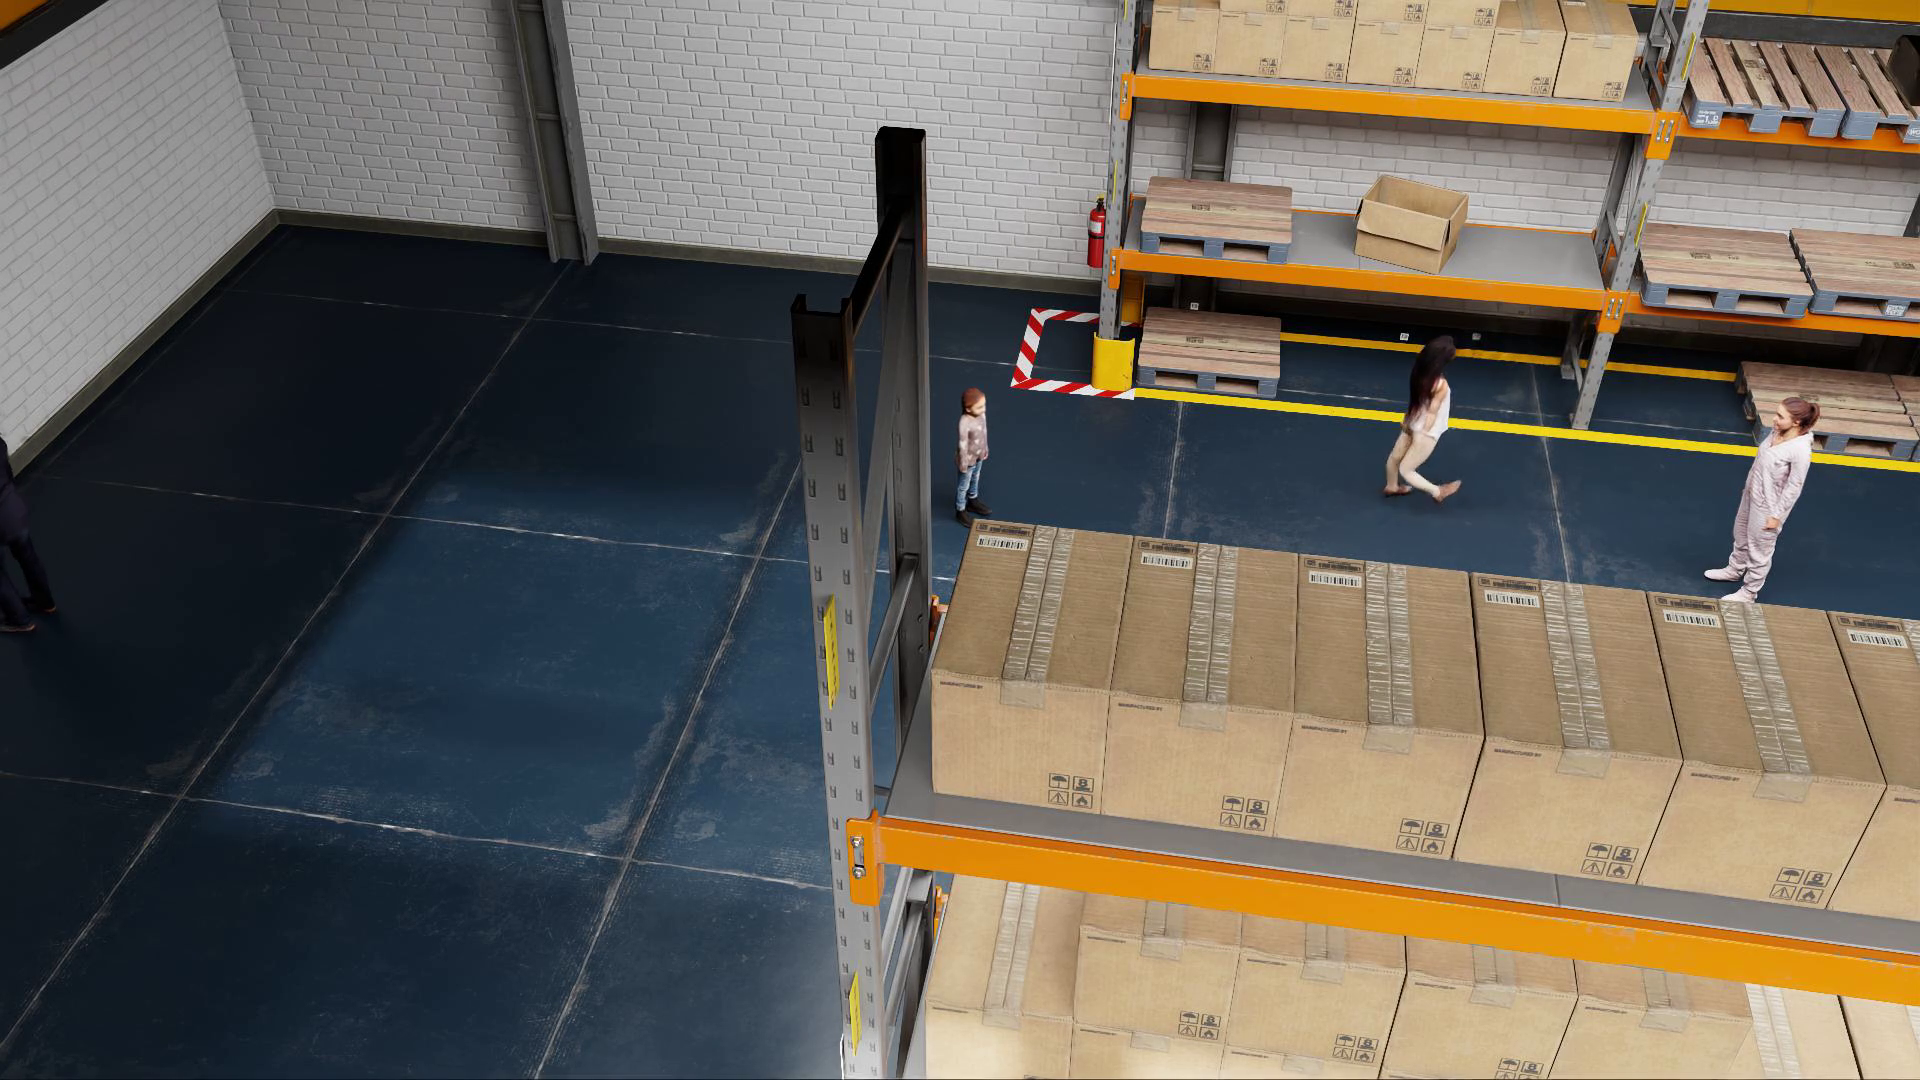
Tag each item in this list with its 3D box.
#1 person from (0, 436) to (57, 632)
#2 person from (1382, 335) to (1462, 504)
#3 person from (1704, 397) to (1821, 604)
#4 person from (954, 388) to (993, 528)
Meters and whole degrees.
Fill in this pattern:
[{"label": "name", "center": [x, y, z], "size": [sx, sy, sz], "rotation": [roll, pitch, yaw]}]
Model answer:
[{"label": "person", "center": [-6.610, -0.172, 11.491], "size": [0.626, 1.812, 0.696], "rotation": [7, 39, 8]}, {"label": "person", "center": [3.578, -0.870, 12.504], "size": [0.858, 1.639, 0.794], "rotation": [-3, 39, -4]}, {"label": "person", "center": [5.713, -0.289, 11.734], "size": [0.649, 1.692, 0.691], "rotation": [-2, 39, -3]}, {"label": "person", "center": [0.078, -0.653, 12.589], "size": [0.559, 1.193, 0.539], "rotation": [23, 44, 27]}]
